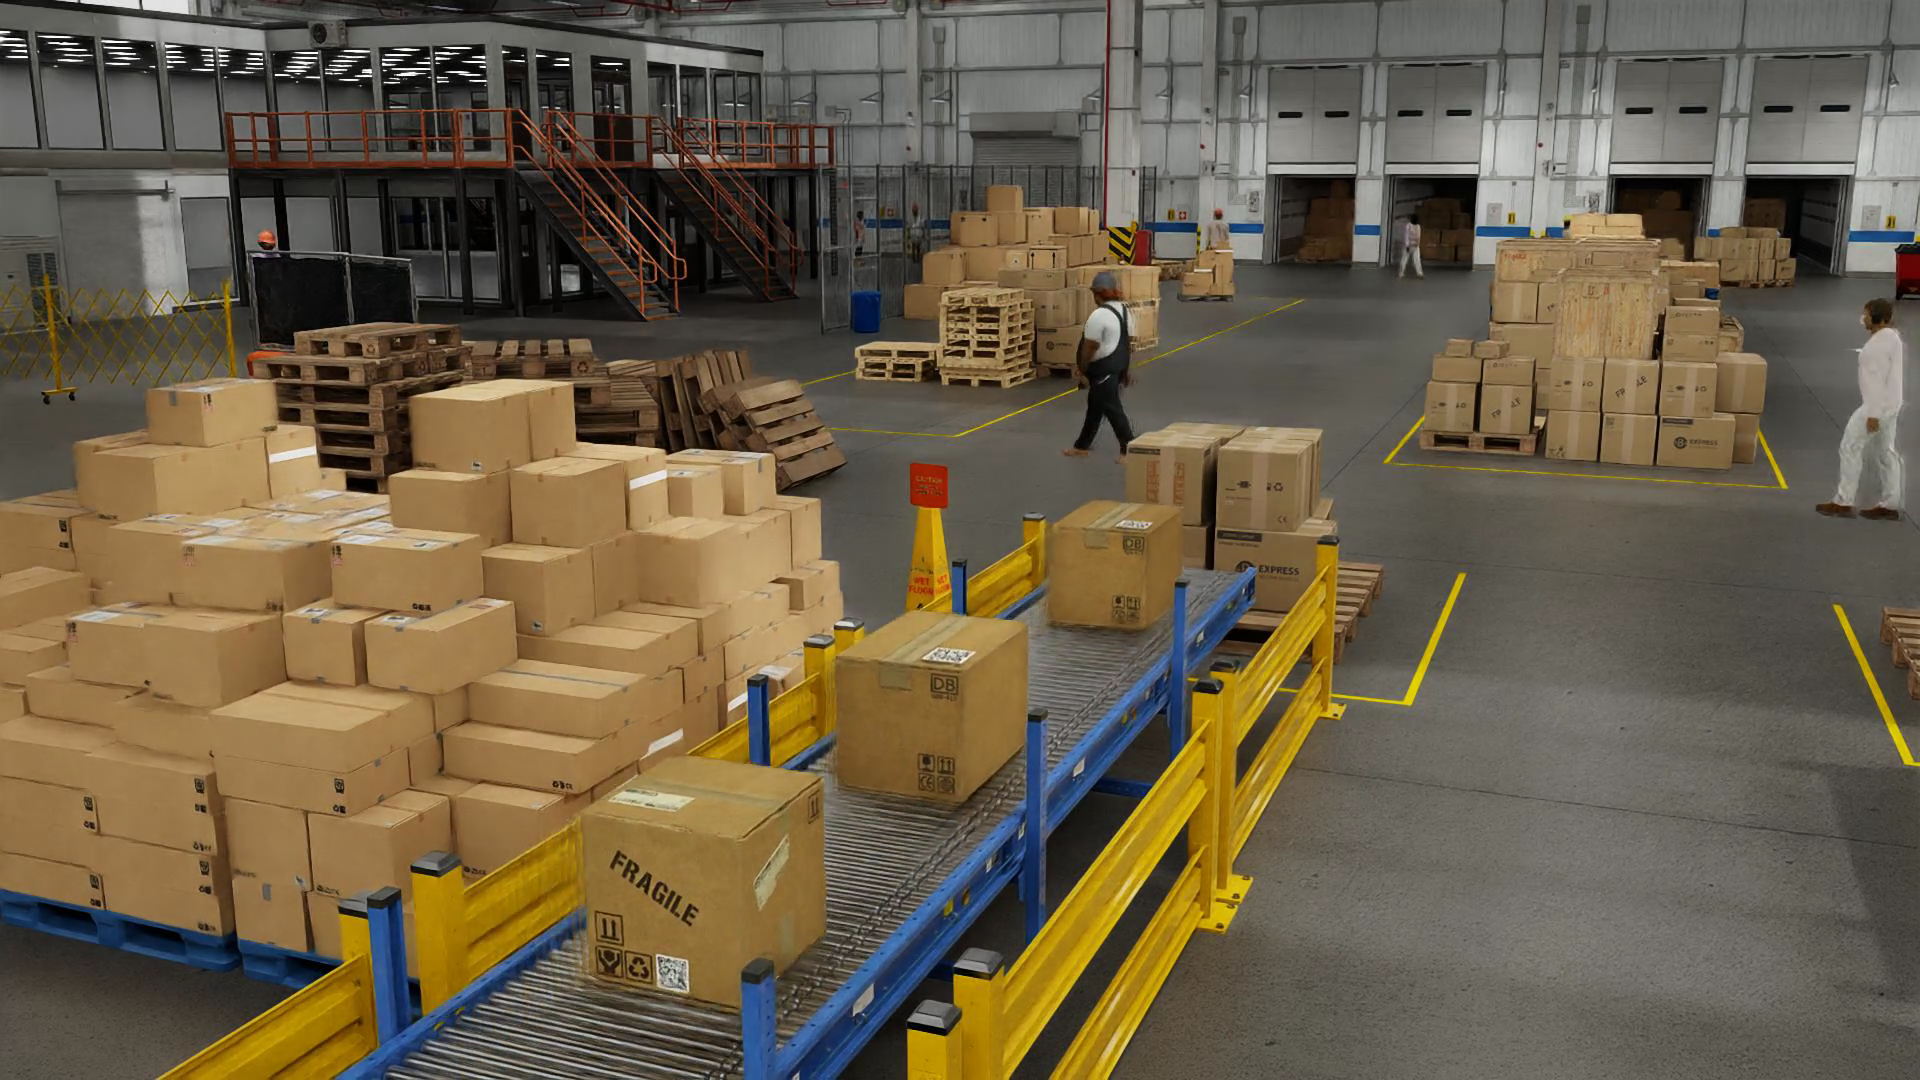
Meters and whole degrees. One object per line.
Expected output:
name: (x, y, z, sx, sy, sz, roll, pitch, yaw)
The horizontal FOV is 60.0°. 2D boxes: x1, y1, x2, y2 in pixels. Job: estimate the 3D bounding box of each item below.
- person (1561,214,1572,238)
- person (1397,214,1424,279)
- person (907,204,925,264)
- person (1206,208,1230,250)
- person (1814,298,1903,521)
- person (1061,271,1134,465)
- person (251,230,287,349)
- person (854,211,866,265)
person: (15.340, -7.223, 41.817, 0.598, 1.897, 0.815, -11, 17, -42)
person: (12.542, -8.149, 46.218, 0.621, 1.799, 0.976, -6, 14, -24)
person: (-1.429, -9.923, 53.938, 0.556, 1.906, 0.956, 0, 13, -2)
person: (6.987, -7.977, 45.017, 0.636, 1.978, 0.514, 3, 13, 14)
person: (7.847, -1.127, 14.407, 0.790, 1.917, 0.673, 10, 16, 38)
person: (1.505, -1.806, 17.186, 1.008, 2.000, 0.692, 8, 15, 31)
person: (-11.175, -3.992, 26.988, 0.386, 2.039, 0.615, 5, 13, 21)
person: (-3.196, -9.684, 53.293, 0.317, 1.698, 0.540, 5, 13, 21)
